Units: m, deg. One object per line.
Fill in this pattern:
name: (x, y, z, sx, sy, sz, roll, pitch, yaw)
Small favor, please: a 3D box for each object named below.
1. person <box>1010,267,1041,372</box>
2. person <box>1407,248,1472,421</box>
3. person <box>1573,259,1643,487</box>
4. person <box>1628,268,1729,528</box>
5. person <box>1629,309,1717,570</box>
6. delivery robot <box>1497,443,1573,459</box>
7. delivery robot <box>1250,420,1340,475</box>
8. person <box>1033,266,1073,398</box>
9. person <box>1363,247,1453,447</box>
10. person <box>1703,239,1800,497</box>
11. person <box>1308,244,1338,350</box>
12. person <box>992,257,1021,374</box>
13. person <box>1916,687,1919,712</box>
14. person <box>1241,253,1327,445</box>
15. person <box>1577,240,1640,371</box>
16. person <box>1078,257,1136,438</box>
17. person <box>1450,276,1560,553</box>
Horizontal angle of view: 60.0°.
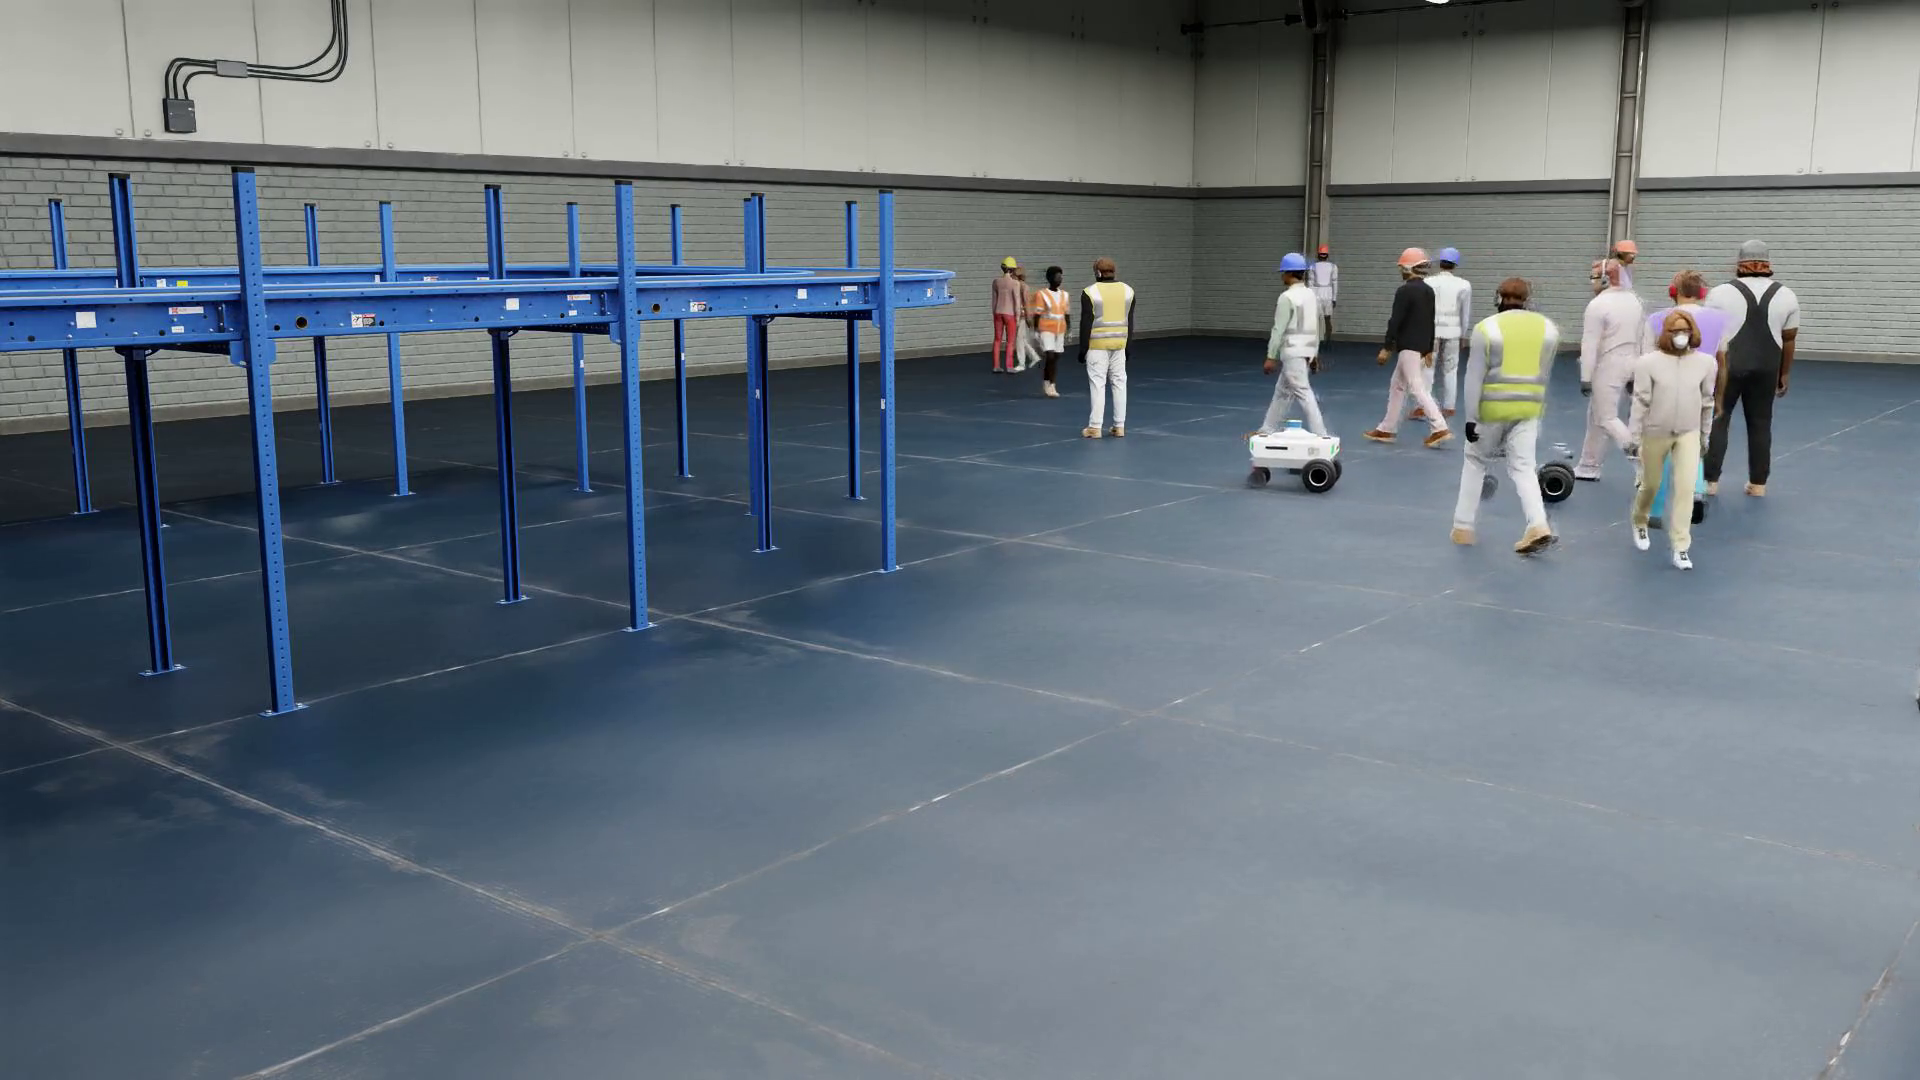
person: (1.017, -3.423, 25.744, 0.556, 1.609, 0.536, -4, 11, -20)
person: (5.396, -2.314, 18.805, 0.704, 1.923, 0.425, 1, 10, 8)
person: (5.406, -1.379, 13.742, 0.658, 1.872, 0.889, -8, 13, -36)
person: (5.035, -0.980, 11.661, 0.665, 1.824, 0.468, 0, 10, 0)
person: (4.497, -0.671, 10.558, 0.500, 1.597, 0.825, 2, 10, 10)
delivery robot: (4.494, -0.781, 13.179, 0.698, 0.223, 0.335, 4, 11, 21)
delivery robot: (2.750, -0.743, 13.690, 0.707, 0.478, 0.477, 4, 11, 18)
person: (1.211, -2.646, 21.223, 0.556, 1.679, 0.457, -7, 12, -34)
person: (4.486, -1.907, 16.429, 0.990, 1.953, 0.611, 8, 13, 39)
person: (6.209, -1.351, 13.204, 0.706, 2.000, 0.536, 1, 10, 8)
person: (6.667, -4.474, 30.676, 0.551, 1.934, 0.373, 0, 10, 0)
person: (0.717, -3.418, 25.326, 0.519, 1.757, 0.343, 8, 13, 37)
person: (2.844, 0.390, 4.381, 0.553, 1.687, 0.353, 5, 11, 25)
person: (3.166, -1.781, 15.876, 0.993, 1.895, 0.630, 8, 13, 37)
person: (9.329, -3.258, 23.697, 0.818, 2.025, 0.619, 9, 13, 39)
person: (1.489, -1.979, 17.126, 0.621, 1.841, 0.429, -5, 11, -24)
person: (3.605, -0.816, 10.866, 0.637, 1.791, 0.860, -1, 10, -6)
